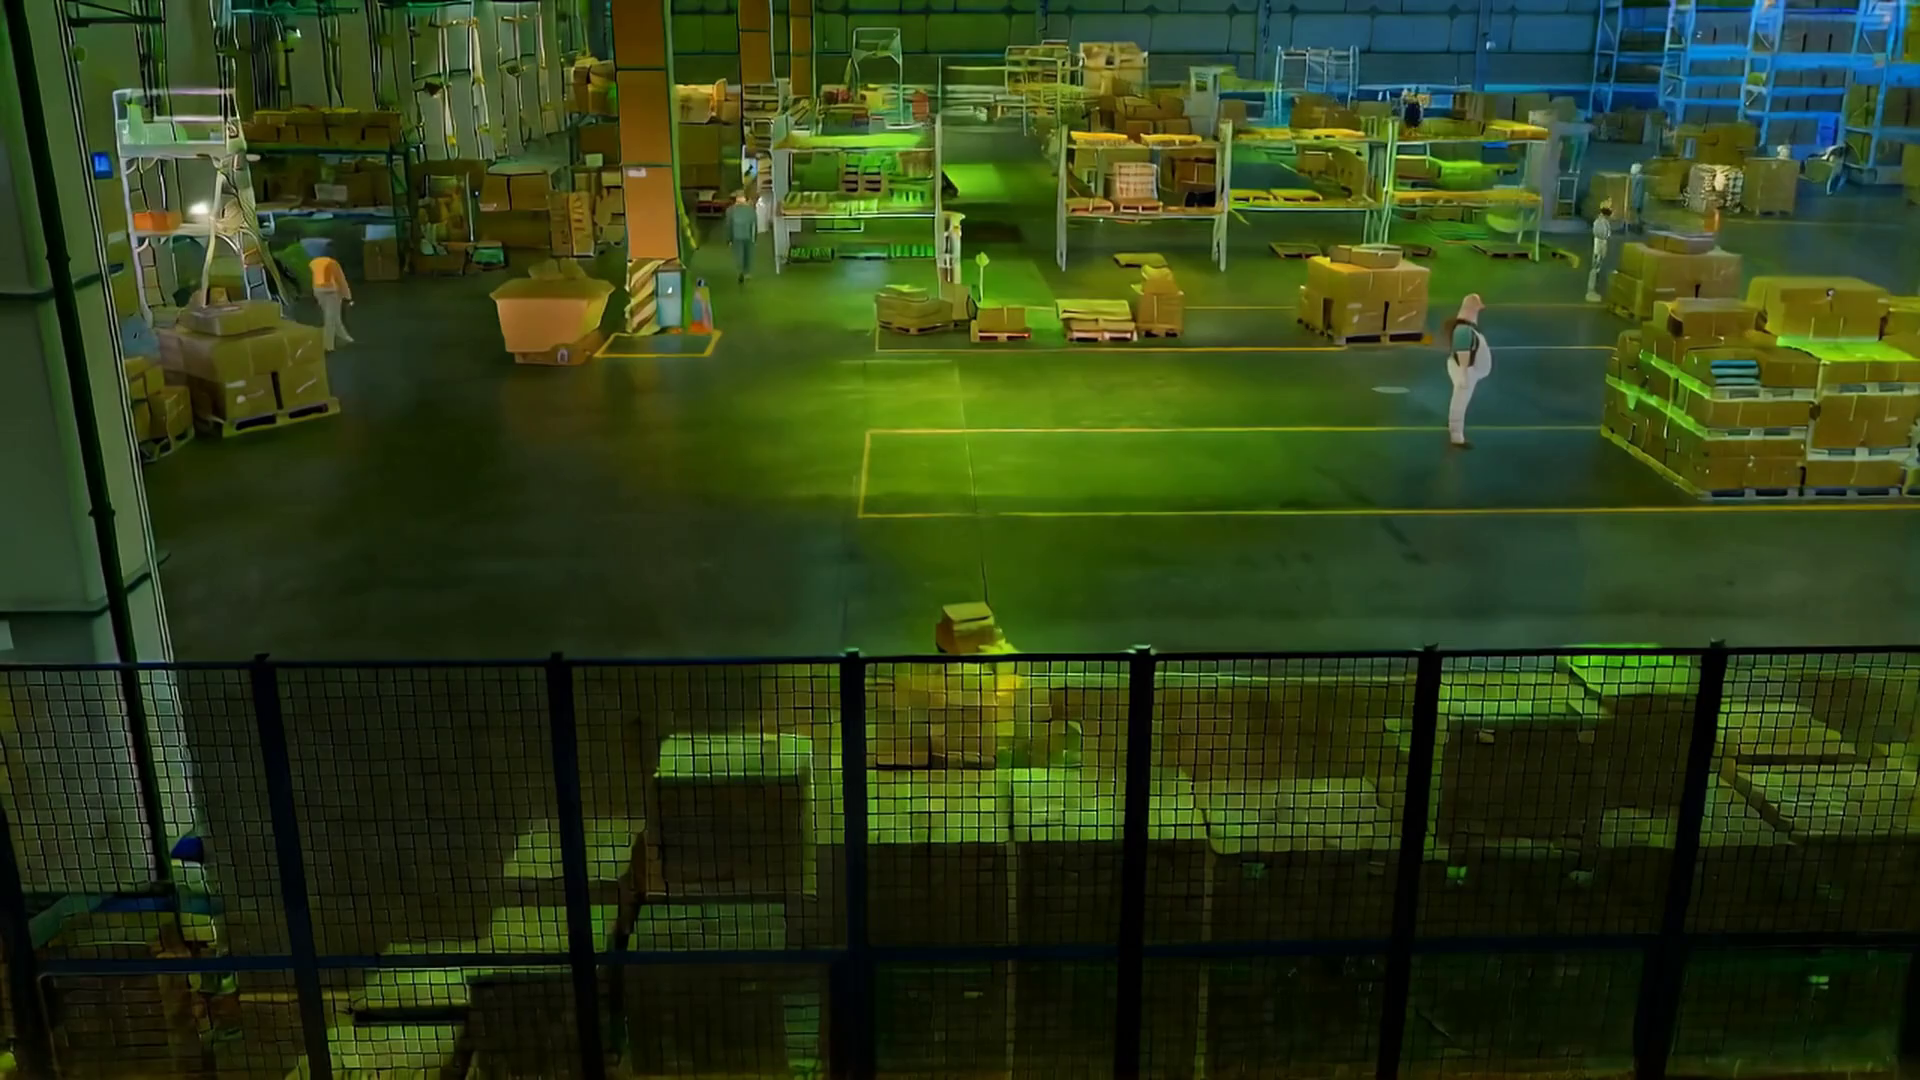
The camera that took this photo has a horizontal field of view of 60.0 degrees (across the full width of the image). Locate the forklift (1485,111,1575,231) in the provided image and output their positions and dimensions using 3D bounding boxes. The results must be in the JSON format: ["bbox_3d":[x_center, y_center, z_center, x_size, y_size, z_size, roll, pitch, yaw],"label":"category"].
[{"bbox_3d":[14.030,-9.004,40.583,1.873,2.768,1.129,-1,19,-2],"label":"forklift"}]

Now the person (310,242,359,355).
[{"bbox_3d":[-10.264,-3.992,27.386,0.648,1.800,0.926,12,22,32],"label":"person"}]

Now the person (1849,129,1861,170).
[{"bbox_3d":[29.153,-12.931,53.834,0.626,1.844,0.429,-3,19,-10],"label":"person"}]

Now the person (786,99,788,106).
[{"bbox_3d":[-6.691,-17.093,66.468,0.534,1.664,0.823,17,25,41],"label":"person"}]

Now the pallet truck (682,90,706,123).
[{"bbox_3d":[-9.671,-15.907,62.421,0.823,1.965,1.885,5,19,15],"label":"pallet truck"}]

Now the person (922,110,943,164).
[{"bbox_3d":[-0.897,-12.832,53.411,0.655,1.921,0.668,-1,19,-4],"label":"person"}]

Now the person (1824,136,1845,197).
[{"bbox_3d":[24.850,-10.608,47.170,0.319,1.693,0.532,-5,19,-15],"label":"person"}]

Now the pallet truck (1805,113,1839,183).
[{"bbox_3d":[26.403,-11.957,50.702,0.823,1.965,1.885,6,19,16],"label":"pallet truck"}]

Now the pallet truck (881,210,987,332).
[{"bbox_3d":[-0.493,-4.759,29.349,1.885,1.965,0.823,-13,23,-34],"label":"pallet truck"}]

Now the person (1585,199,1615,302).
[{"bbox_3d":[12.227,-5.533,31.744,0.375,1.934,0.547,12,22,32],"label":"person"}]

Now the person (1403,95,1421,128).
[{"bbox_3d":[16.432,-15.220,60.554,0.642,1.895,1.000,-5,19,-15],"label":"person"}]

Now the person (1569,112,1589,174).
[{"bbox_3d":[19.531,-12.526,52.496,0.374,1.931,0.629,-13,22,-33],"label":"person"}]

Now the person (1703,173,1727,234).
[{"bbox_3d":[16.202,-6.911,35.801,0.373,1.958,0.601,3,19,8],"label":"person"}]

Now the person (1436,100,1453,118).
[{"bbox_3d":[16.749,-14.258,57.624,0.640,1.948,1.032,-5,19,-13],"label":"person"}]

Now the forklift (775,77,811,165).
[{"bbox_3d":[-5.920,-13.893,55.085,1.873,2.768,1.129,-1,19,-1],"label":"forklift"}]

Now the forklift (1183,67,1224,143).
[{"bbox_3d":[8.883,-16.014,61.379,1.129,2.768,1.873,13,22,33],"label":"forklift"}]

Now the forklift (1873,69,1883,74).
[{"bbox_3d":[32.707,-15.444,59.687,1.873,2.768,1.129,16,25,40],"label":"forklift"}]

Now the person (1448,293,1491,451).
[{"bbox_3d":[6.635,-2.197,21.683,0.538,2.000,0.684,5,19,14],"label":"person"}]

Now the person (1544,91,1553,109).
[{"bbox_3d":[22.125,-15.961,62.735,0.575,1.888,0.806,-7,20,-20],"label":"person"}]

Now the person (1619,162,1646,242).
[{"bbox_3d":[15.789,-7.891,38.868,0.521,1.855,0.487,-16,25,-40],"label":"person"}]

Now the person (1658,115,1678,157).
[{"bbox_3d":[21.976,-12.280,51.805,0.594,1.903,0.682,-5,19,-14],"label":"person"}]

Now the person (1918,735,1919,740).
[{"bbox_3d":[6.267,1.531,10.848,0.748,1.902,0.591,16,24,39],"label":"person"}]

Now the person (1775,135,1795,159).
[{"bbox_3d":[23.813,-10.879,48.069,0.530,1.623,0.499,6,20,17],"label":"person"}]

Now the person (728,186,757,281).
[{"bbox_3d":[-4.401,-6.197,33.751,0.603,1.905,0.567,-5,19,-13],"label":"person"}]

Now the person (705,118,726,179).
[{"bbox_3d":[-7.605,-11.951,50.885,0.605,1.868,1.029,16,24,39],"label":"person"}]
